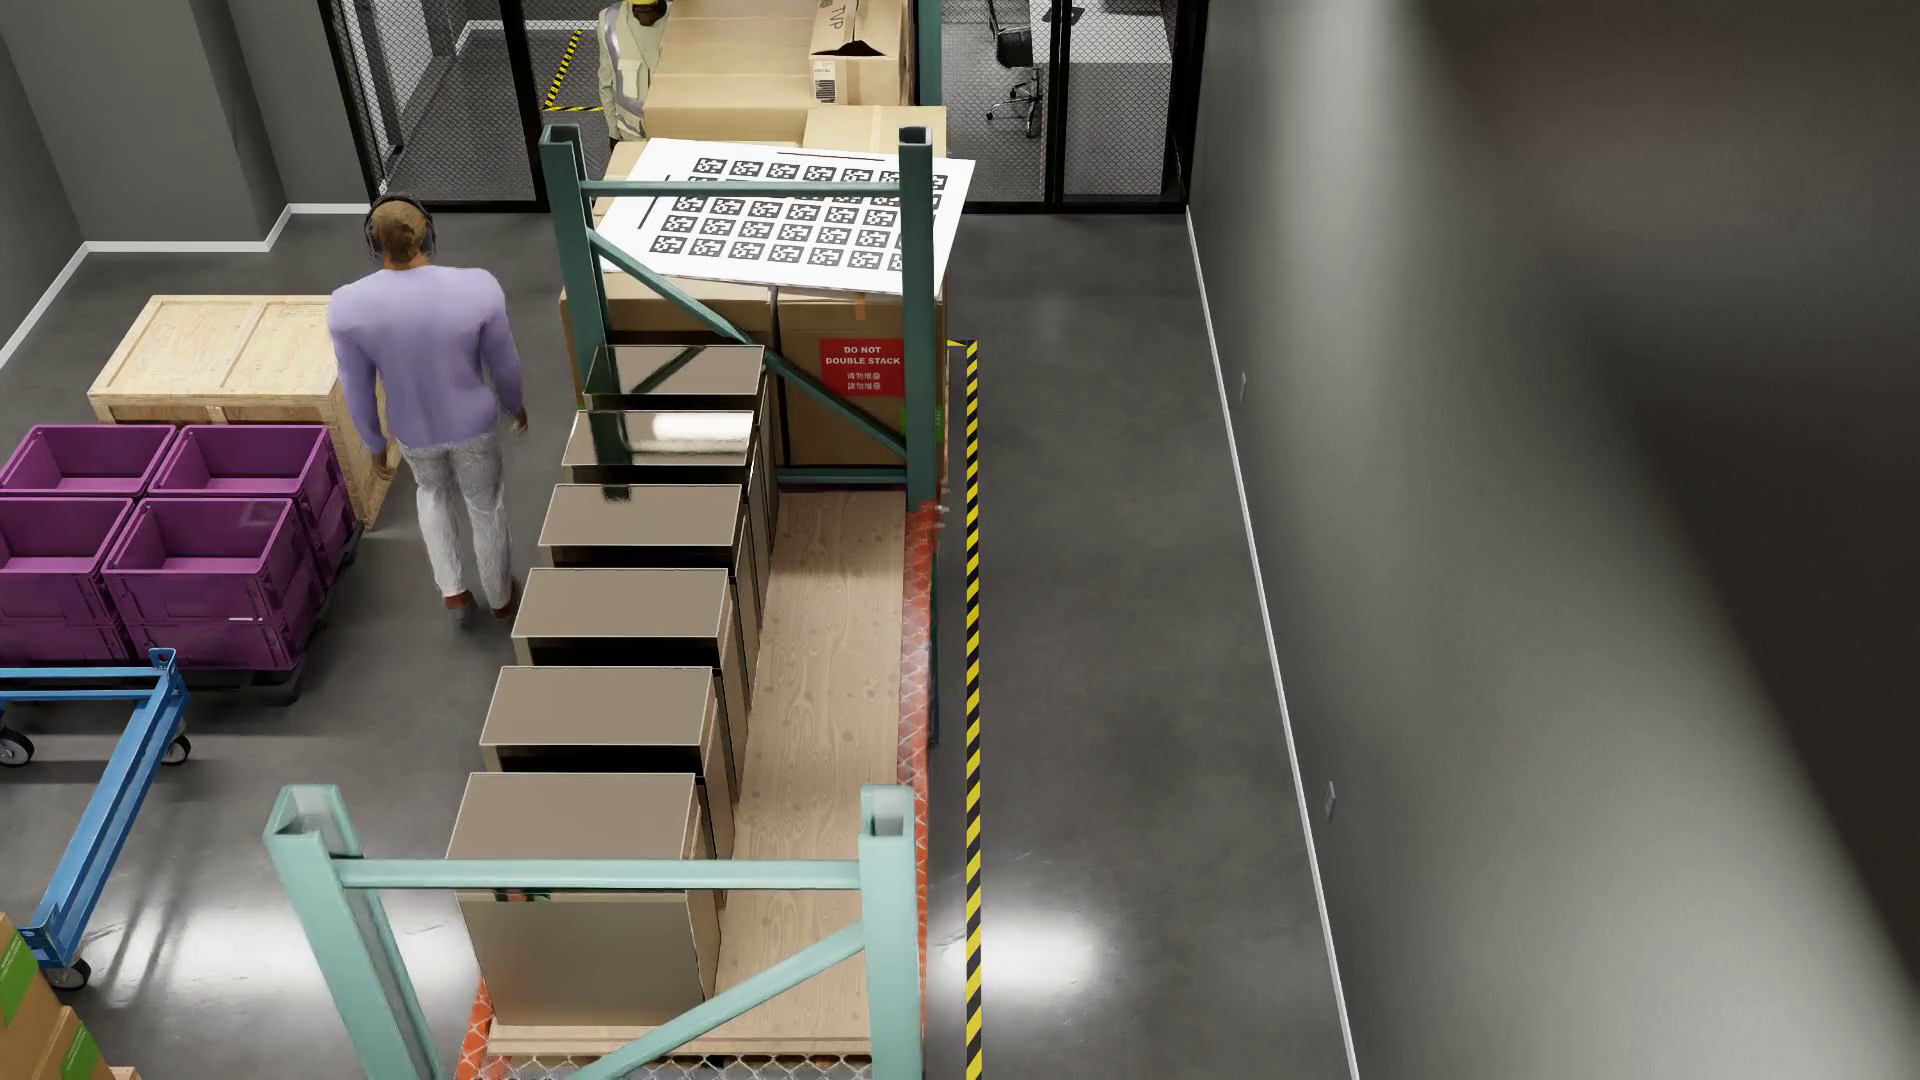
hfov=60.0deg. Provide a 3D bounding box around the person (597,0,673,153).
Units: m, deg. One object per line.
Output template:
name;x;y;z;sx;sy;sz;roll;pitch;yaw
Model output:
person;-1.493;-2.070;8.338;0.589;1.825;0.403;0;41;1

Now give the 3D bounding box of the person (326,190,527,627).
person;-1.991;-0.460;6.430;0.637;1.923;0.433;-7;42;-8
